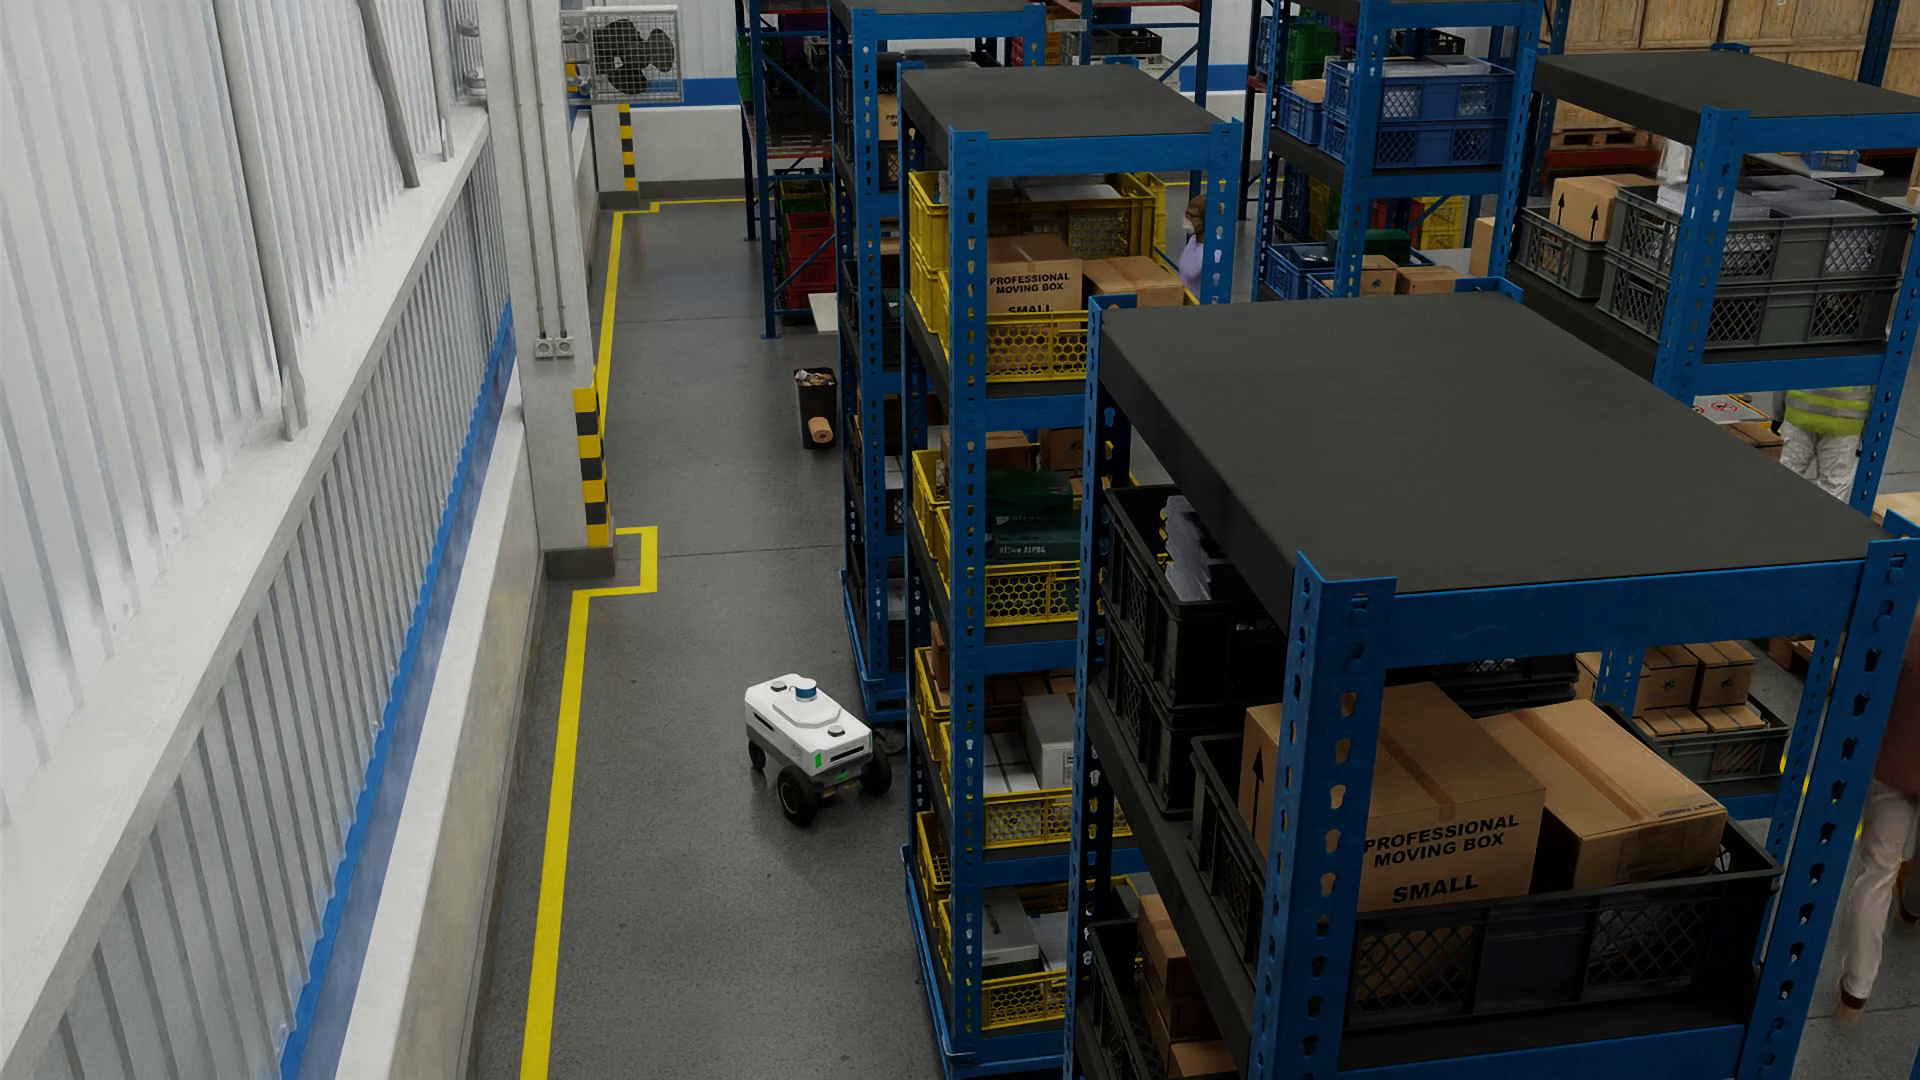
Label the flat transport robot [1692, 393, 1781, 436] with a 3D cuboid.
[{"bbox_3d":[5.224,-0.859,12.132,1.431,0.197,0.652,-4,25,-8],"label":"flat transport robot"}]

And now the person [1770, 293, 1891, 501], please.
[{"bbox_3d":[5.166,-0.704,9.945,0.619,1.835,0.429,17,29,32],"label":"person"}]

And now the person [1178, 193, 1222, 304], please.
[{"bbox_3d":[1.618,-1.396,11.319,0.372,1.940,0.630,-4,25,-8],"label":"person"}]

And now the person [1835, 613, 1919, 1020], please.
[{"bbox_3d":[3.748,0.854,6.452,0.597,1.926,1.028,12,27,24],"label":"person"}]

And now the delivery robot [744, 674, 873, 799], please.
[{"bbox_3d":[-0.724,0.889,7.888,0.477,0.478,0.707,-17,30,-33],"label":"delivery robot"}]

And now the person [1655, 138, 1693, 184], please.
[{"bbox_3d":[6.586,-3.187,15.291,0.417,1.871,0.612,15,29,30],"label":"person"}]
